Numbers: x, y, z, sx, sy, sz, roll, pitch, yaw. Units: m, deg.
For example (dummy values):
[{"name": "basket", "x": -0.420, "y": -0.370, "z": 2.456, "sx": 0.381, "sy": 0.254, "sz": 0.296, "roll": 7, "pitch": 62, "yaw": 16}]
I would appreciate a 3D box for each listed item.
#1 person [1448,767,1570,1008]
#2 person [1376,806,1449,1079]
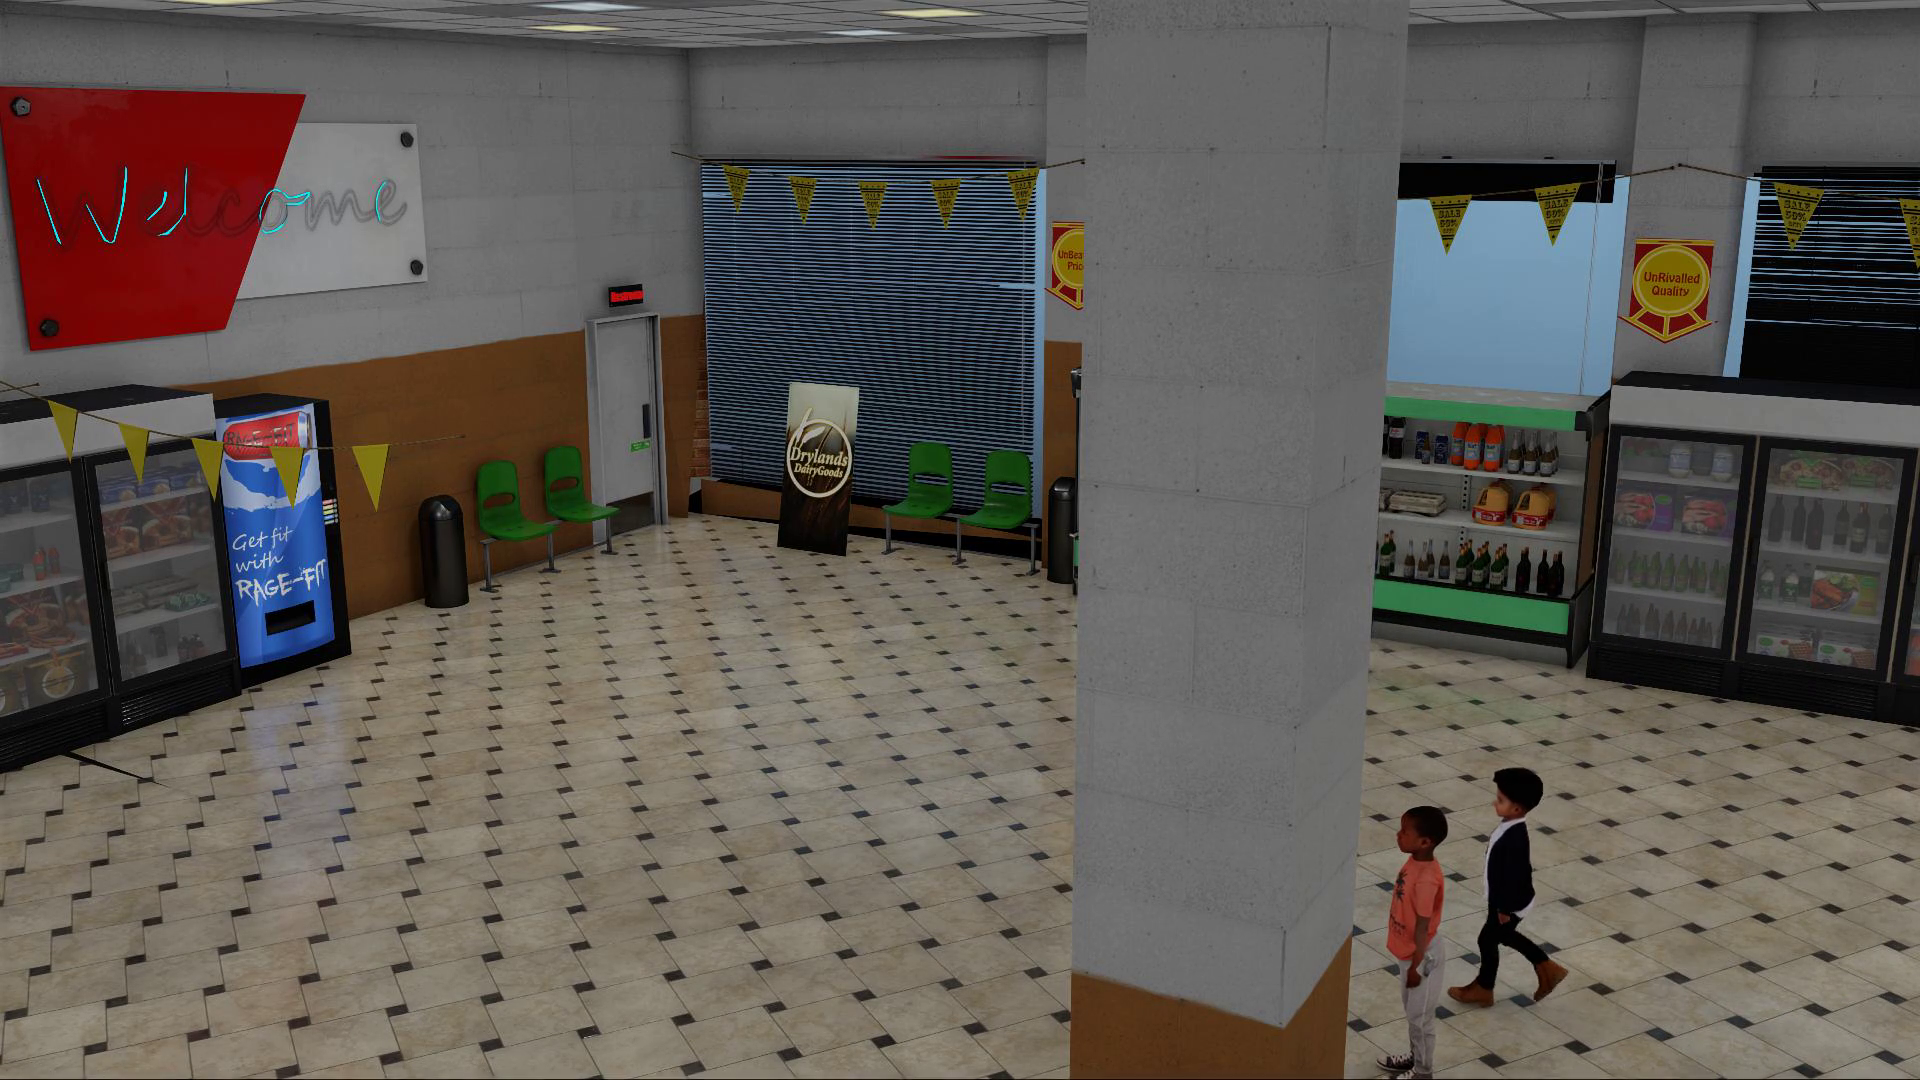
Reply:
[{"name": "person", "x": 2.670, "y": 1.675, "z": 7.929, "sx": 0.809, "sy": 1.209, "sz": 0.598, "roll": 4, "pitch": 14, "yaw": 17}, {"name": "person", "x": 2.016, "y": 1.782, "z": 7.273, "sx": 0.573, "sy": 1.310, "sz": 0.543, "roll": 1, "pitch": 14, "yaw": 5}]
